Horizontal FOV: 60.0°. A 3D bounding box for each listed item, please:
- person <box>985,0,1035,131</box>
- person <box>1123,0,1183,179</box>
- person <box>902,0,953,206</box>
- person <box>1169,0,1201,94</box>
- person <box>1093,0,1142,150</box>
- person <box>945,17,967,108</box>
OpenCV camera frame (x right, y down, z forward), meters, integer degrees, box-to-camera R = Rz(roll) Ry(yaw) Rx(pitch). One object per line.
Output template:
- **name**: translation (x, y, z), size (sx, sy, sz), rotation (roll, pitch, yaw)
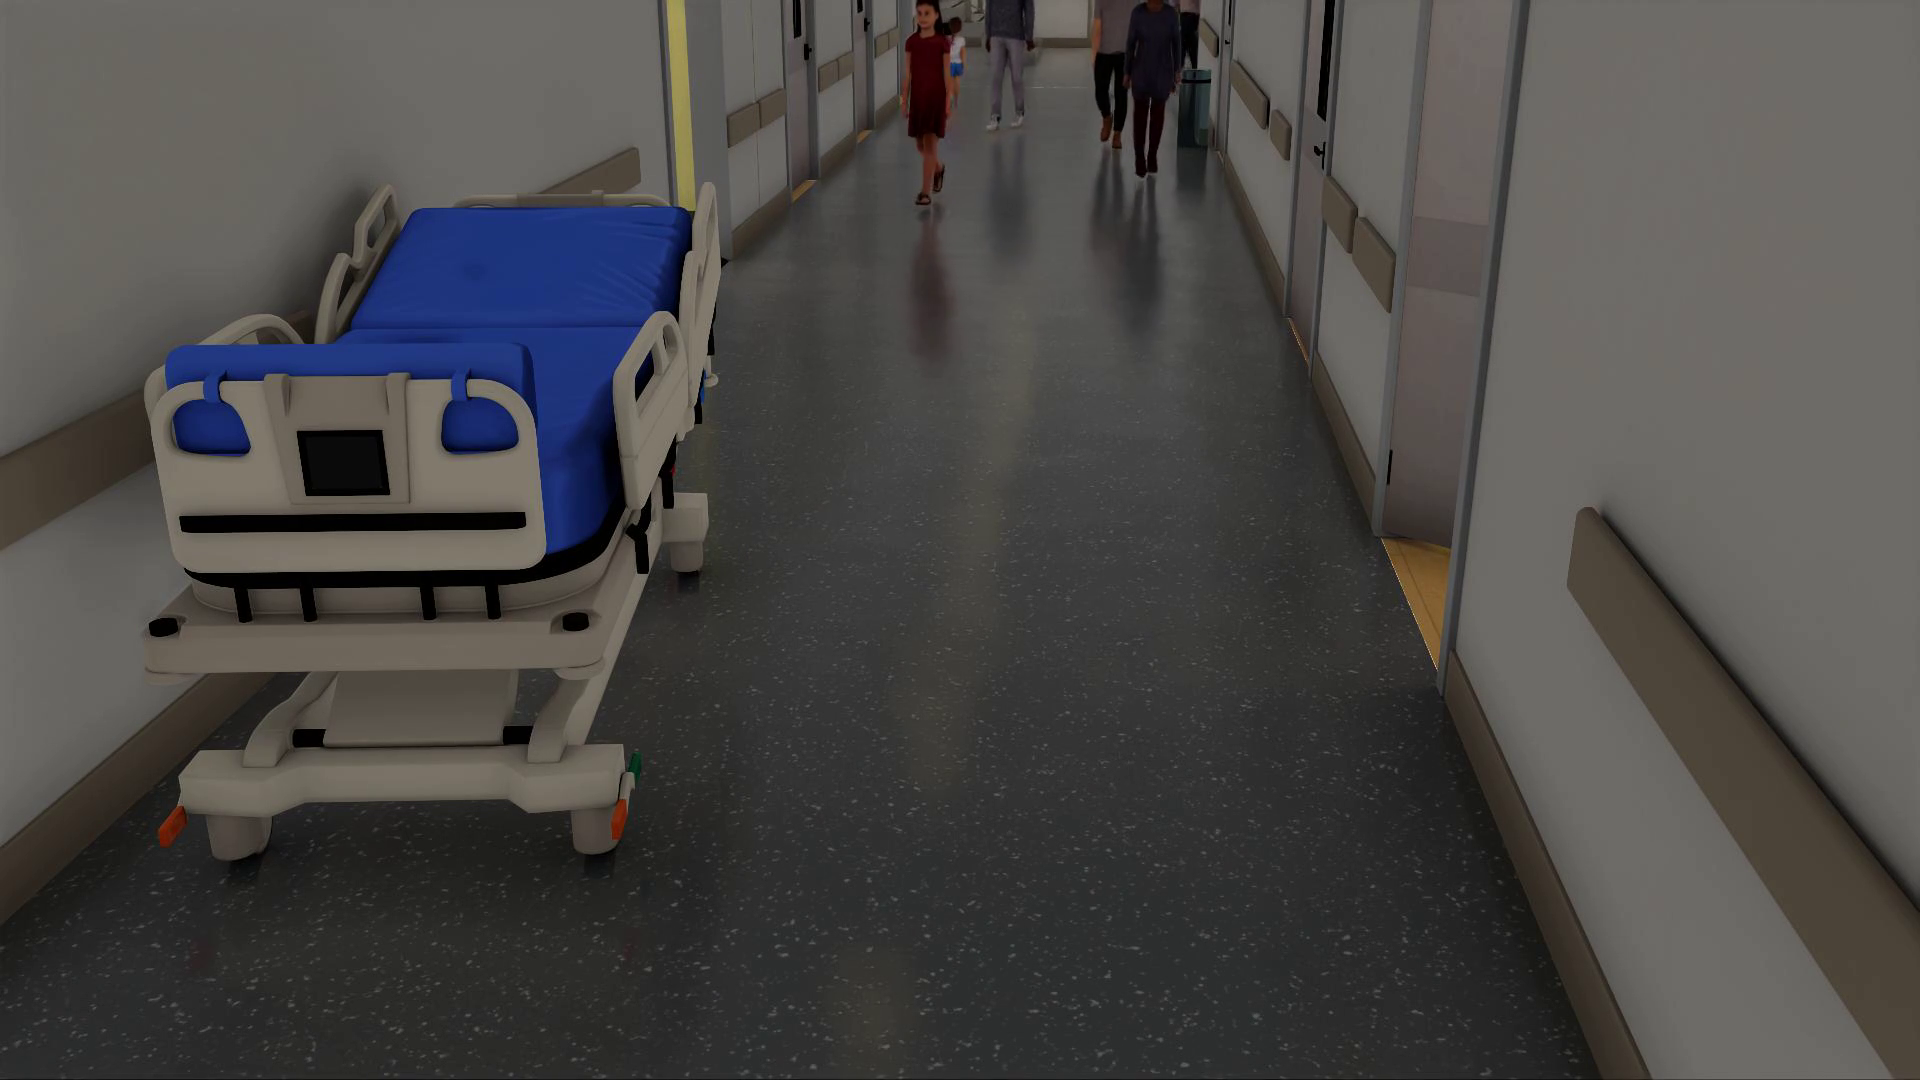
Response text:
- **person**: translation (0.537, -5.160, 17.119), size (1.044, 1.816, 0.949), rotation (8, 22, 19)
- **person**: translation (1.623, -3.930, 14.064), size (0.912, 1.680, 0.714), rotation (1, 21, 2)
- **person**: translation (-0.226, -3.380, 12.812), size (0.993, 1.530, 0.735), rotation (6, 22, 15)
- **person**: translation (2.890, -6.408, 20.474), size (1.145, 1.773, 0.990), rotation (-10, 23, -25)
- **person**: translation (1.486, -4.619, 15.843), size (0.646, 1.707, 0.691), rotation (4, 21, 9)
- **person**: translation (-0.083, -5.454, 19.040), size (0.659, 1.006, 0.536), rotation (-1, 21, -2)
